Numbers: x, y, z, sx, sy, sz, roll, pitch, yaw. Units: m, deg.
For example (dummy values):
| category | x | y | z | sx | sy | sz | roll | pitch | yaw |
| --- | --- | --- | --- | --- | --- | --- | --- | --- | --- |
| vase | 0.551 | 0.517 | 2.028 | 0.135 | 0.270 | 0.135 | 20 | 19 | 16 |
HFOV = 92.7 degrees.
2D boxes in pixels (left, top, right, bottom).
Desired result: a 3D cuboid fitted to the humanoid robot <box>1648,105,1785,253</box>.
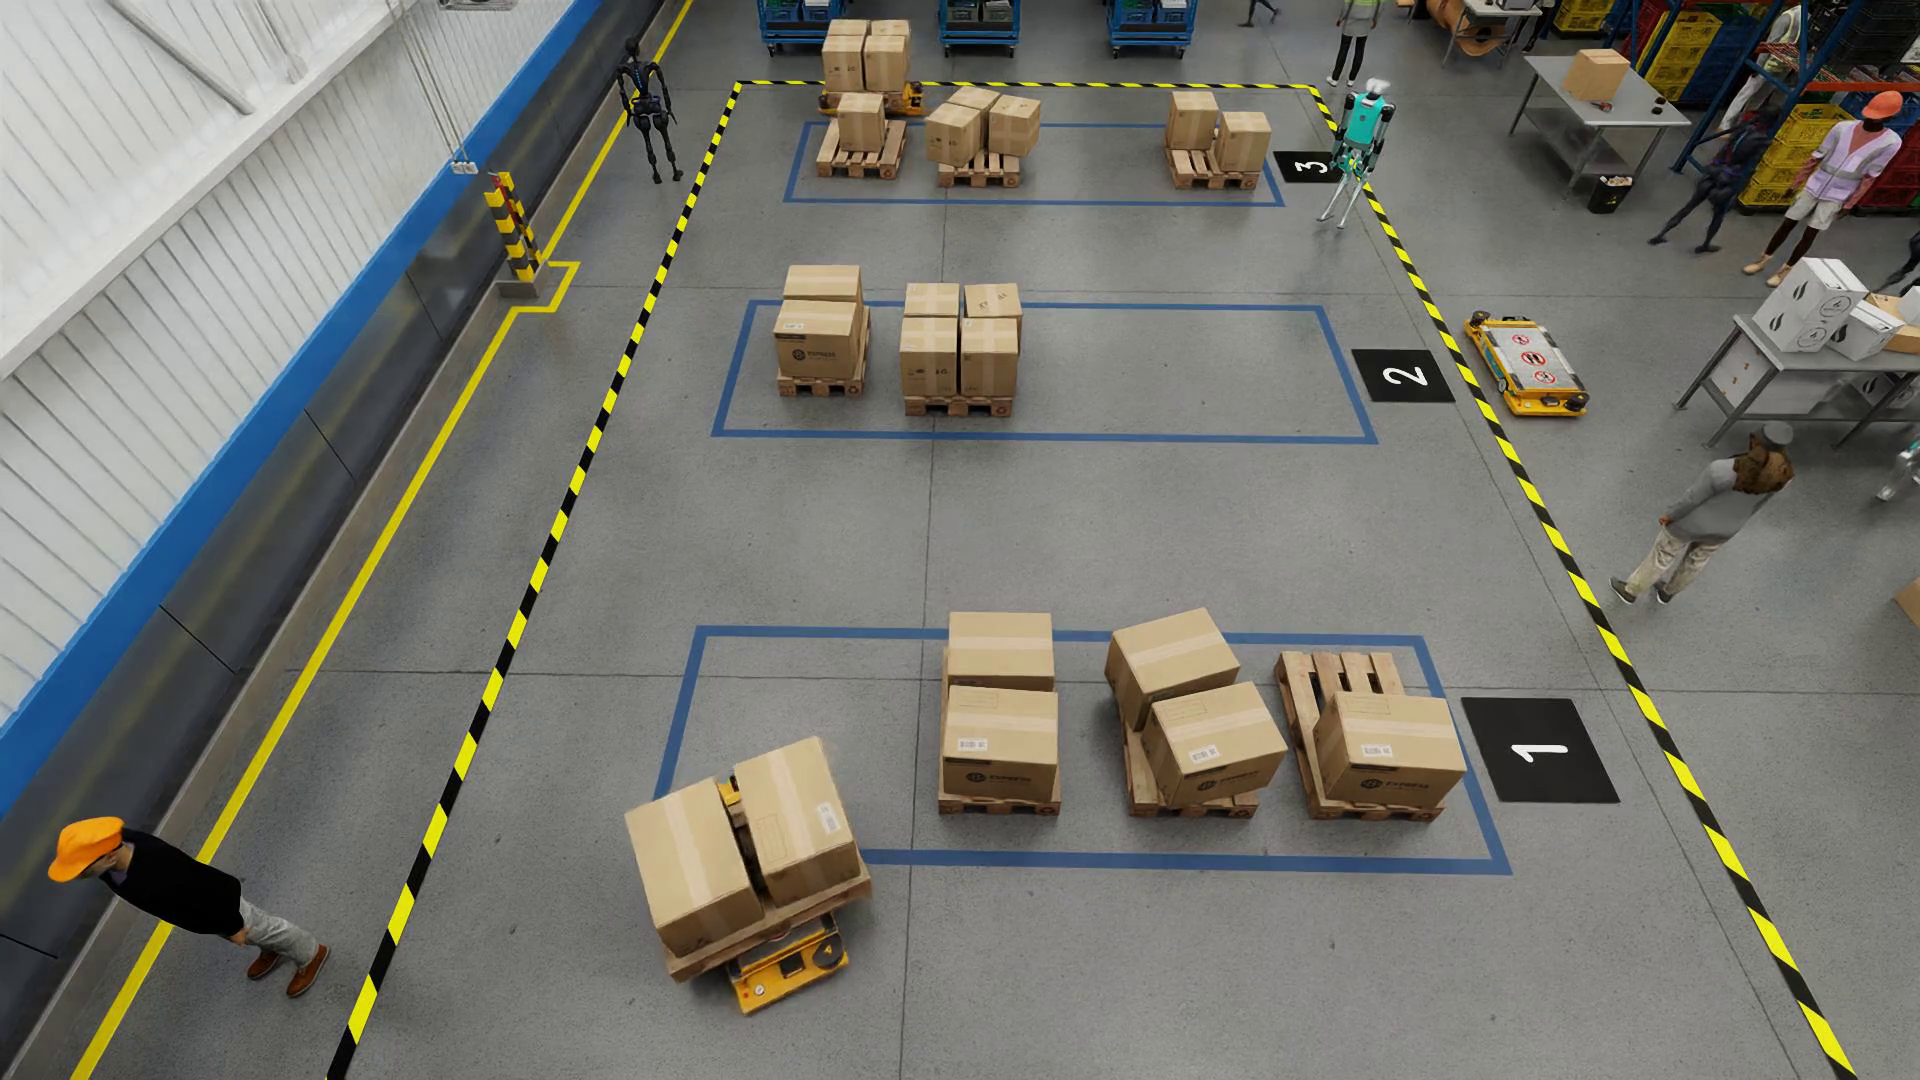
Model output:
| category | x | y | z | sx | sy | sz | roll | pitch | yaw |
| --- | --- | --- | --- | --- | --- | --- | --- | --- | --- |
| humanoid robot | 8.363 | -3.921 | 10.012 | 0.687 | 1.632 | 0.602 | 0 | 49 | 0 |

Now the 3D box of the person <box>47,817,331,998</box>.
| category | x | y | z | sx | sy | sz | roll | pitch | yaw |
| --- | --- | --- | --- | --- | --- | --- | --- | --- | --- |
| person | -3.975 | 1.922 | 4.802 | 0.585 | 1.884 | 0.362 | 17 | 51 | 14 |

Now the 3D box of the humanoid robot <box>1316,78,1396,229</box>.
| category | x | y | z | sx | sy | sz | roll | pitch | yaw |
| --- | --- | --- | --- | --- | --- | --- | --- | --- | --- |
| humanoid robot | 4.487 | -4.353 | 10.239 | 0.533 | 1.681 | 0.735 | 34 | 57 | 26 |

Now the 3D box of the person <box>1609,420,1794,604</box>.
| category | x | y | z | sx | sy | sz | roll | pitch | yaw |
| --- | --- | --- | --- | --- | --- | --- | --- | --- | --- |
| person | 5.423 | -0.150 | 6.674 | 0.565 | 1.761 | 0.407 | 3 | 49 | 3 |

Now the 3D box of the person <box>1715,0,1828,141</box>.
| category | x | y | z | sx | sy | sz | roll | pitch | yaw |
| --- | --- | --- | --- | --- | --- | --- | --- | --- | --- |
| person | 10.496 | -6.103 | 11.776 | 0.622 | 1.844 | 0.429 | -8 | 50 | -7 |

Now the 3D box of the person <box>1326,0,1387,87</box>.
| category | x | y | z | sx | sy | sz | roll | pitch | yaw |
| --- | --- | --- | --- | --- | --- | --- | --- | --- | --- |
| person | 5.599 | -7.356 | 12.856 | 0.589 | 1.848 | 0.406 | 4 | 49 | 3 |

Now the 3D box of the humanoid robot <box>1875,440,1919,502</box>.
| category | x | y | z | sx | sy | sz | roll | pitch | yaw |
| --- | --- | --- | --- | --- | --- | --- | --- | --- | --- |
| humanoid robot | 8.129 | -0.927 | 7.363 | 1.027 | 1.734 | 0.553 | -27 | 54 | -21 |

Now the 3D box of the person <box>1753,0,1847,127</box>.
| category | x | y | z | sx | sy | sz | roll | pitch | yaw |
| --- | --- | --- | --- | --- | --- | --- | --- | --- | --- |
| person | 10.980 | -6.304 | 11.961 | 0.587 | 1.823 | 0.403 | -34 | 57 | -26 |

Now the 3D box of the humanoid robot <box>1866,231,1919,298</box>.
| category | x | y | z | sx | sy | sz | roll | pitch | yaw |
| --- | --- | --- | --- | --- | --- | --- | --- | --- | --- |
| humanoid robot | 9.860 | -3.000 | 9.196 | 0.346 | 1.642 | 0.589 | -7 | 50 | -6 |

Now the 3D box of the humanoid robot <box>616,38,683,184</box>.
| category | x | y | z | sx | sy | sz | roll | pitch | yaw |
| --- | --- | --- | --- | --- | --- | --- | --- | --- | --- |
| humanoid robot | -3.763 | -5.168 | 11.066 | 0.599 | 1.655 | 0.315 | -8 | 50 | -7 |

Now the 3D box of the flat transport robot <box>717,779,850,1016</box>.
| category | x | y | z | sx | sy | sz | roll | pitch | yaw |
| --- | --- | --- | --- | --- | --- | --- | --- | --- | --- |
| flat transport robot | -1.262 | 2.086 | 5.709 | 0.652 | 0.197 | 1.431 | -21 | 52 | -17 |

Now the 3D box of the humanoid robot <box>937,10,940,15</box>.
| category | x | y | z | sx | sy | sz | roll | pitch | yaw |
| --- | --- | --- | --- | --- | --- | --- | --- | --- | --- |
| humanoid robot | -0.049 | -8.897 | 14.309 | 0.560 | 1.634 | 0.589 | -14 | 51 | -12 |

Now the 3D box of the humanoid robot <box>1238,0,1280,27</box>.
| category | x | y | z | sx | sy | sz | roll | pitch | yaw |
| --- | --- | --- | --- | --- | --- | --- | --- | --- | --- |
| humanoid robot | 4.858 | -8.932 | 14.346 | 0.633 | 1.639 | 0.599 | 4 | 49 | 3 |

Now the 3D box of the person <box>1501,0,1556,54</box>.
| category | x | y | z | sx | sy | sz | roll | pitch | yaw |
| --- | --- | --- | --- | --- | --- | --- | --- | --- | --- |
| person | 8.756 | -8.336 | 13.627 | 0.364 | 1.965 | 0.608 | -32 | 56 | -24 |

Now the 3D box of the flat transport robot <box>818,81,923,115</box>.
| category | x | y | z | sx | sy | sz | roll | pitch | yaw |
| --- | --- | --- | --- | --- | --- | --- | --- | --- | --- |
| flat transport robot | -1.251 | -6.245 | 12.921 | 1.431 | 0.197 | 0.652 | 1 | 49 | 1 |

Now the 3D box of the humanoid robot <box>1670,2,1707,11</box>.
| category | x | y | z | sx | sy | sz | roll | pitch | yaw |
| --- | --- | --- | --- | --- | --- | --- | --- | --- | --- |
| humanoid robot | 10.723 | -7.667 | 13.221 | 0.984 | 1.776 | 0.538 | -2 | 49 | -2 |

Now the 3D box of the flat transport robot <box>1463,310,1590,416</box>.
| category | x | y | z | sx | sy | sz | roll | pitch | yaw |
| --- | --- | --- | --- | --- | --- | --- | --- | --- | --- |
| flat transport robot | 5.573 | -1.757 | 9.054 | 0.659 | 0.231 | 1.431 | 1 | 49 | 1 |

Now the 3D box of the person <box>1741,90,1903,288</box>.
| category | x | y | z | sx | sy | sz | roll | pitch | yaw |
| --- | --- | --- | --- | --- | --- | --- | --- | --- | --- |
| person | 8.955 | -3.611 | 9.498 | 0.402 | 2.029 | 0.616 | -25 | 54 | -20 |
